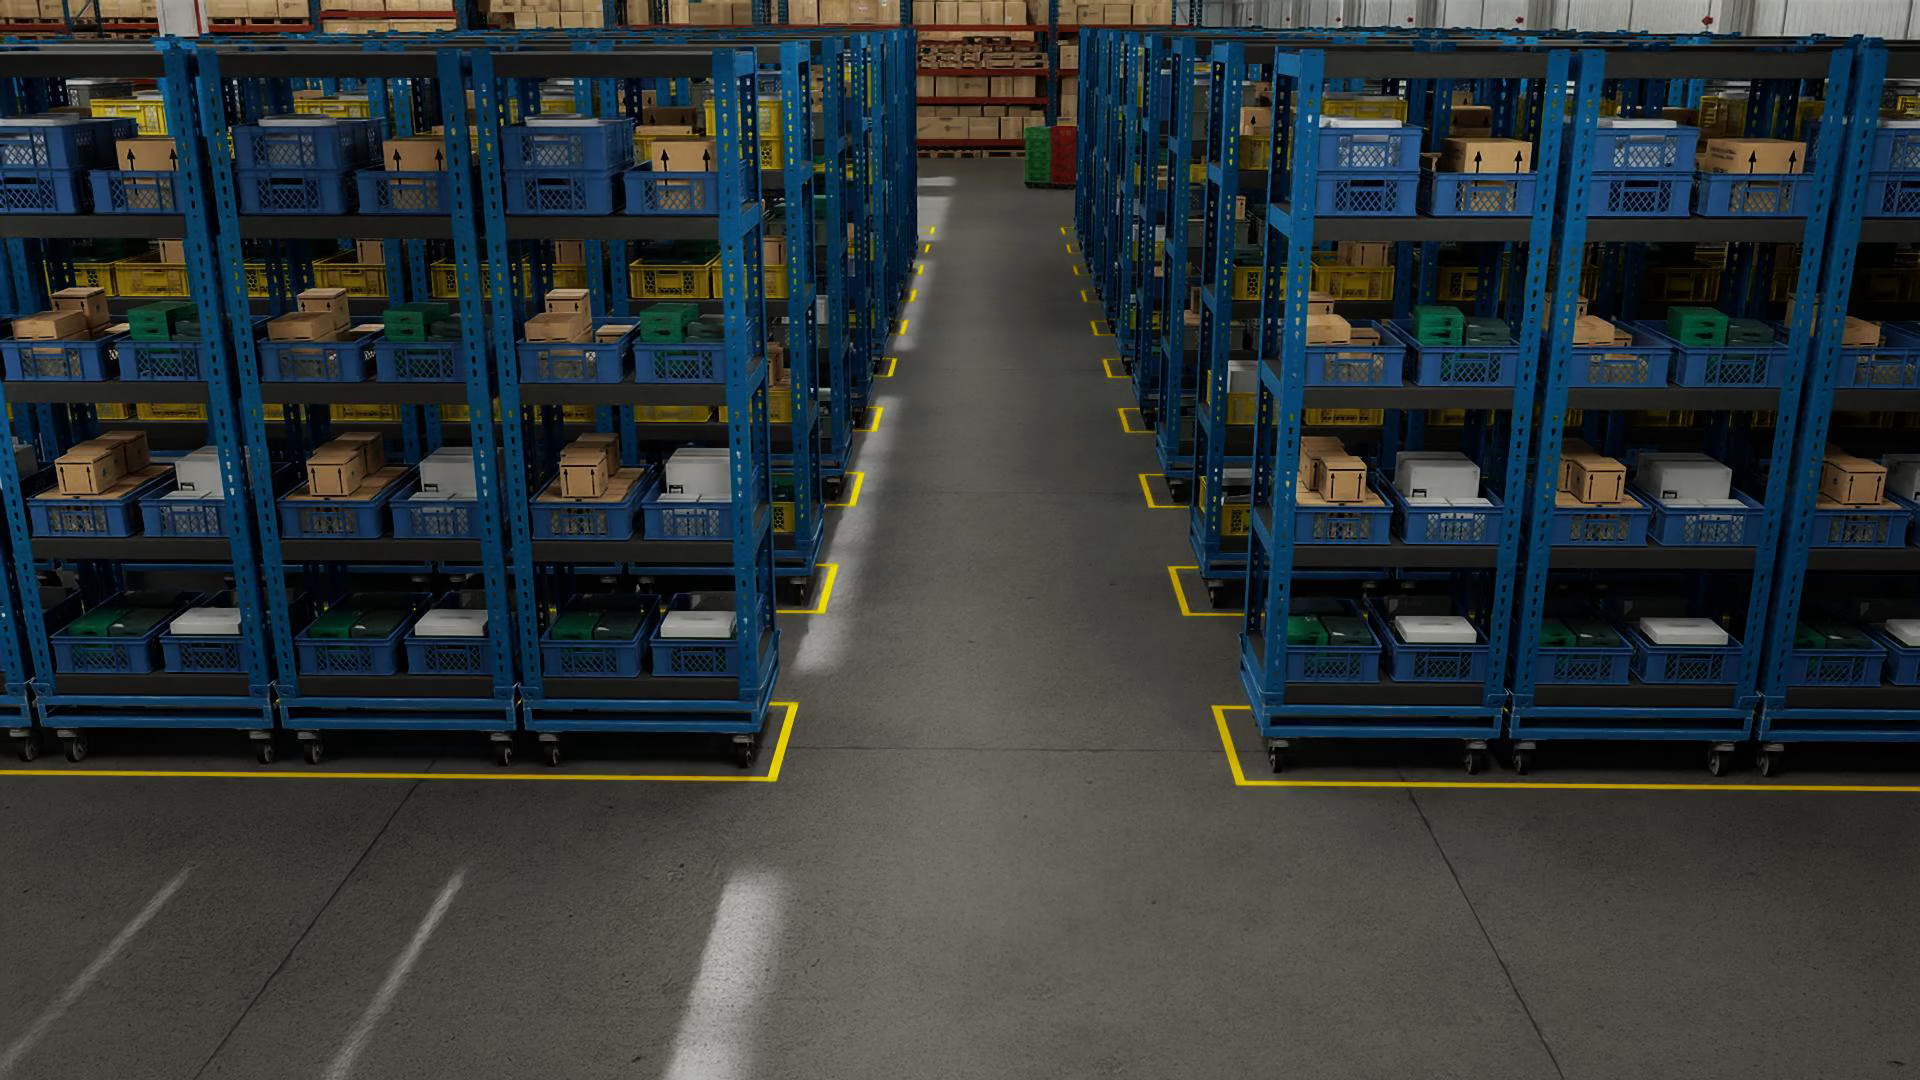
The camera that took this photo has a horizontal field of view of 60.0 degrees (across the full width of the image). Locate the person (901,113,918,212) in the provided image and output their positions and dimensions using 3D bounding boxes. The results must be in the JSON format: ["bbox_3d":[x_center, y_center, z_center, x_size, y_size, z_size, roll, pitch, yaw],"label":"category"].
[{"bbox_3d":[-1.070,-7.478,32.927,0.622,1.992,0.386,-16,24,-42],"label":"person"}]
